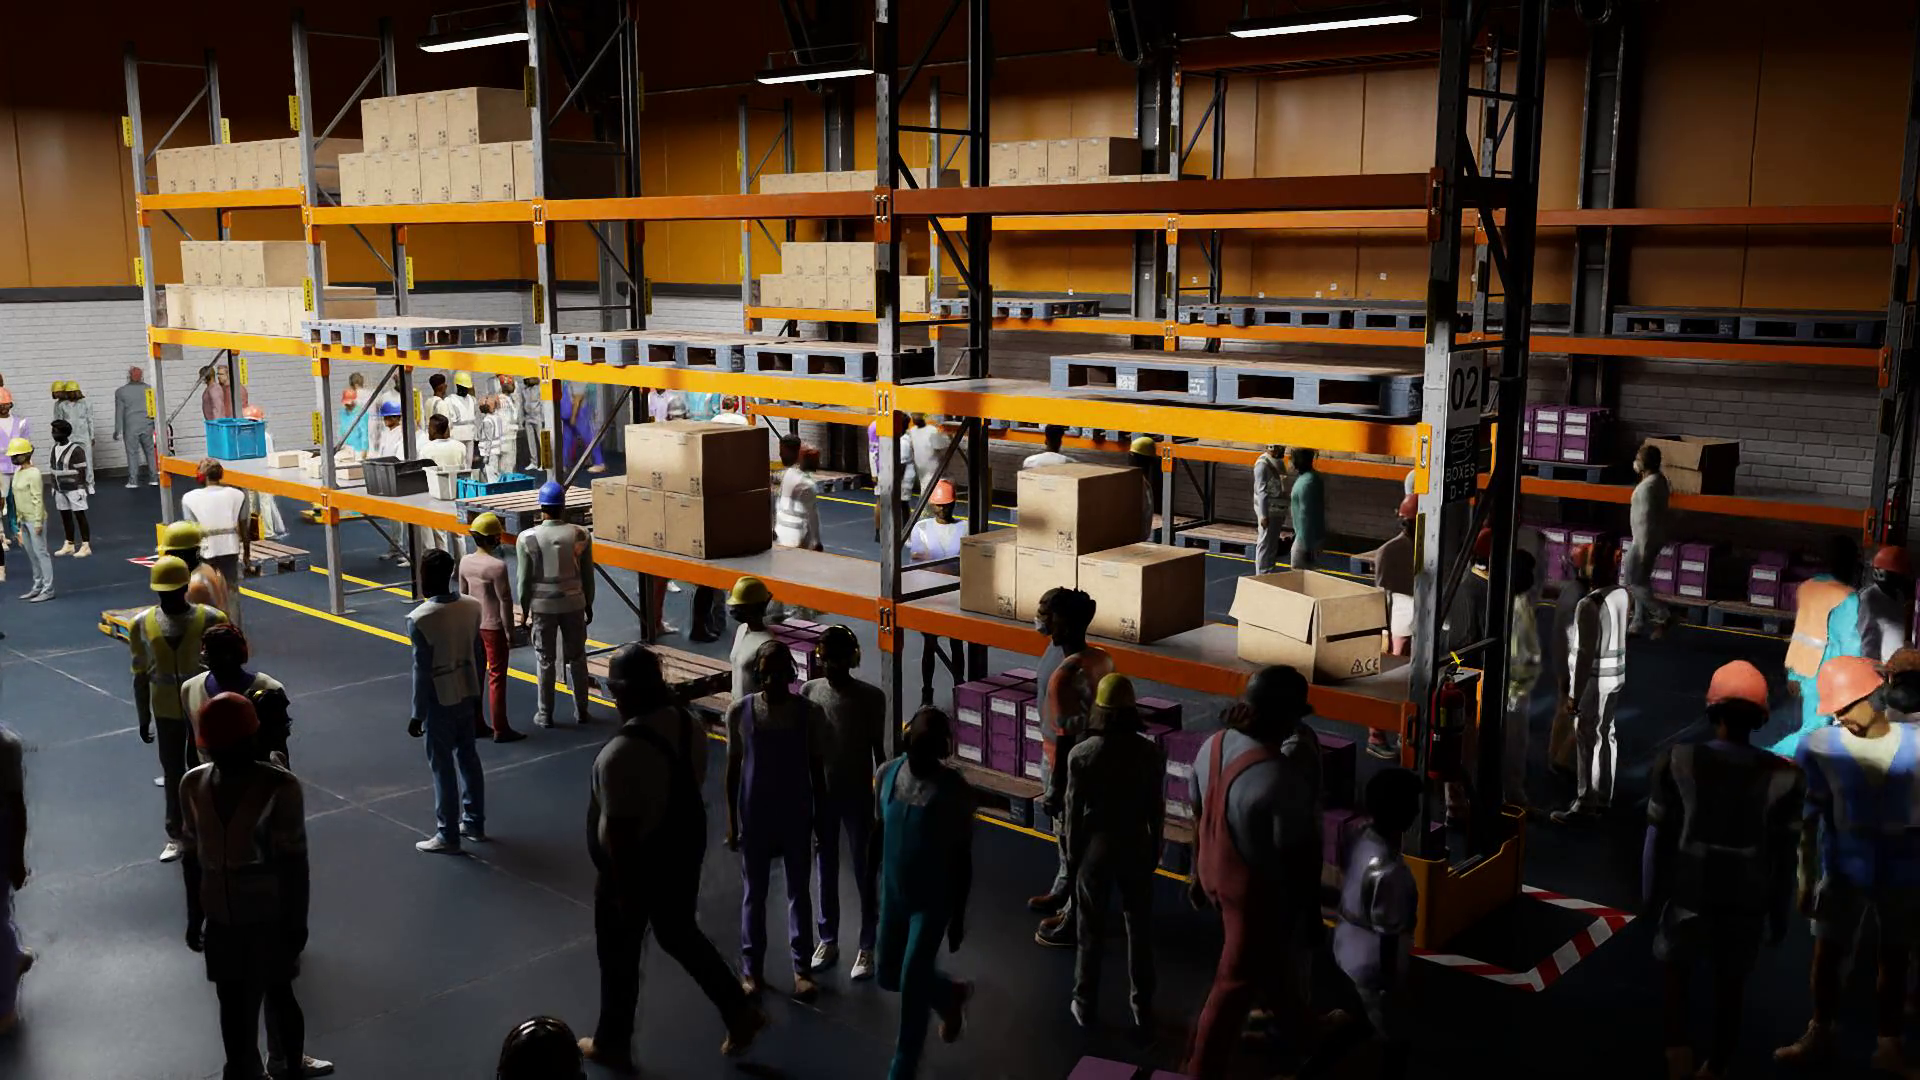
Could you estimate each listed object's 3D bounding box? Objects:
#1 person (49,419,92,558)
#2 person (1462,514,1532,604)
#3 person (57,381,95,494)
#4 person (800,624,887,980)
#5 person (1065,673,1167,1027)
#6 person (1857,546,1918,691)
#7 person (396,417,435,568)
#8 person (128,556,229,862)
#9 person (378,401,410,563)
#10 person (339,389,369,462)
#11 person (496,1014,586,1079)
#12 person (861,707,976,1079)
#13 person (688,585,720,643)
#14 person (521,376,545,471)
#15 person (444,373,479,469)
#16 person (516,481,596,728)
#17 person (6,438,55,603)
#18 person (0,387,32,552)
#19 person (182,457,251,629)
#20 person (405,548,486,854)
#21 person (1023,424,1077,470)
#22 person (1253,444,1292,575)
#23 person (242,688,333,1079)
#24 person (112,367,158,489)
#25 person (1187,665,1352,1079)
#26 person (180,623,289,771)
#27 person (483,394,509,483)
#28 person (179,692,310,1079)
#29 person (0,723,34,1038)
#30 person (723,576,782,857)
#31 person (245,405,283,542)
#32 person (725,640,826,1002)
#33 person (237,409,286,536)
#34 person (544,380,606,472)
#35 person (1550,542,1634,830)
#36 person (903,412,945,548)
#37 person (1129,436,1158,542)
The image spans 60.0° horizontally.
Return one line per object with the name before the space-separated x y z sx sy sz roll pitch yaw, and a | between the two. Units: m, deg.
person | -10.827 -0.628 20.204 0.537 1.698 0.320 4 11 22
person | 3.891 0.724 12.145 0.613 1.854 0.476 -3 10 -15
person | -13.452 -1.558 25.340 0.494 1.743 0.304 -4 11 -20
person | -0.613 1.341 8.620 0.508 1.863 0.328 4 11 22
person | 0.752 1.500 8.086 0.488 1.735 0.338 -1 10 -3
person | 6.419 0.911 11.440 0.570 1.723 0.747 -5 11 -27
person | -6.365 -0.585 19.376 0.405 1.911 0.636 -8 13 -39
person | -4.760 1.034 10.210 0.582 1.919 0.395 -2 10 -12
person | -6.729 -0.696 19.891 0.605 1.948 0.391 7 12 33
person | -8.907 -1.358 24.272 0.617 1.710 0.702 6 11 29
person | -1.088 2.106 4.445 0.634 1.806 0.837 -3 10 -15
person | -0.158 1.585 7.397 0.584 1.806 0.684 7 12 35
person | -2.498 0.034 15.988 0.421 1.881 0.698 2 10 13
person | -7.212 -2.035 28.082 0.491 1.731 0.324 4 11 23
person | -7.354 -1.521 24.633 0.379 1.919 0.586 6 12 29
person | -3.168 0.509 13.076 0.607 1.948 0.390 -5 11 -25
person | -9.908 -0.213 17.703 0.524 1.761 0.338 8 13 39
person | -11.824 -0.880 20.661 0.378 2.044 0.607 8 13 38
person | -6.879 0.152 15.420 0.620 1.830 0.420 -9 14 -43
person | -3.197 1.000 10.383 0.377 1.917 0.599 4 11 23
person | 0.950 -0.268 17.484 0.626 1.947 0.429 2 10 12
person | 3.402 -0.321 18.091 0.404 1.835 0.590 5 11 28
person | -3.067 1.565 7.366 0.333 1.860 0.510 1 10 7
person | -12.889 -1.750 26.039 0.398 1.886 0.718 10 14 44
person | 1.388 1.479 7.328 1.043 2.000 0.700 -4 11 -21
person | -3.801 1.323 8.803 0.561 1.836 0.393 1 10 6
person | -6.895 -1.322 24.351 0.626 1.619 0.535 -1 10 -5
person | -3.049 1.578 7.098 0.547 1.929 0.386 1 10 5
person | -4.681 1.476 7.949 0.533 1.827 0.454 2 10 10
person | -1.279 1.092 10.294 0.312 1.769 0.525 -6 12 -32
person | -8.983 -0.847 21.279 0.563 1.754 0.322 3 10 15
person | -0.918 1.399 8.335 0.506 1.846 0.345 -1 10 -6
person | -9.177 -0.841 21.400 0.906 1.694 0.578 -8 13 -37
person | -6.420 -2.124 27.701 1.019 2.000 0.713 -5 11 -27
person | 4.123 0.941 10.817 0.574 1.884 0.356 -10 14 -44
person | -0.504 -0.808 20.834 0.889 1.828 0.516 -9 14 -42
person | 1.756 -0.060 16.360 0.369 1.925 0.586 -1 10 -4
